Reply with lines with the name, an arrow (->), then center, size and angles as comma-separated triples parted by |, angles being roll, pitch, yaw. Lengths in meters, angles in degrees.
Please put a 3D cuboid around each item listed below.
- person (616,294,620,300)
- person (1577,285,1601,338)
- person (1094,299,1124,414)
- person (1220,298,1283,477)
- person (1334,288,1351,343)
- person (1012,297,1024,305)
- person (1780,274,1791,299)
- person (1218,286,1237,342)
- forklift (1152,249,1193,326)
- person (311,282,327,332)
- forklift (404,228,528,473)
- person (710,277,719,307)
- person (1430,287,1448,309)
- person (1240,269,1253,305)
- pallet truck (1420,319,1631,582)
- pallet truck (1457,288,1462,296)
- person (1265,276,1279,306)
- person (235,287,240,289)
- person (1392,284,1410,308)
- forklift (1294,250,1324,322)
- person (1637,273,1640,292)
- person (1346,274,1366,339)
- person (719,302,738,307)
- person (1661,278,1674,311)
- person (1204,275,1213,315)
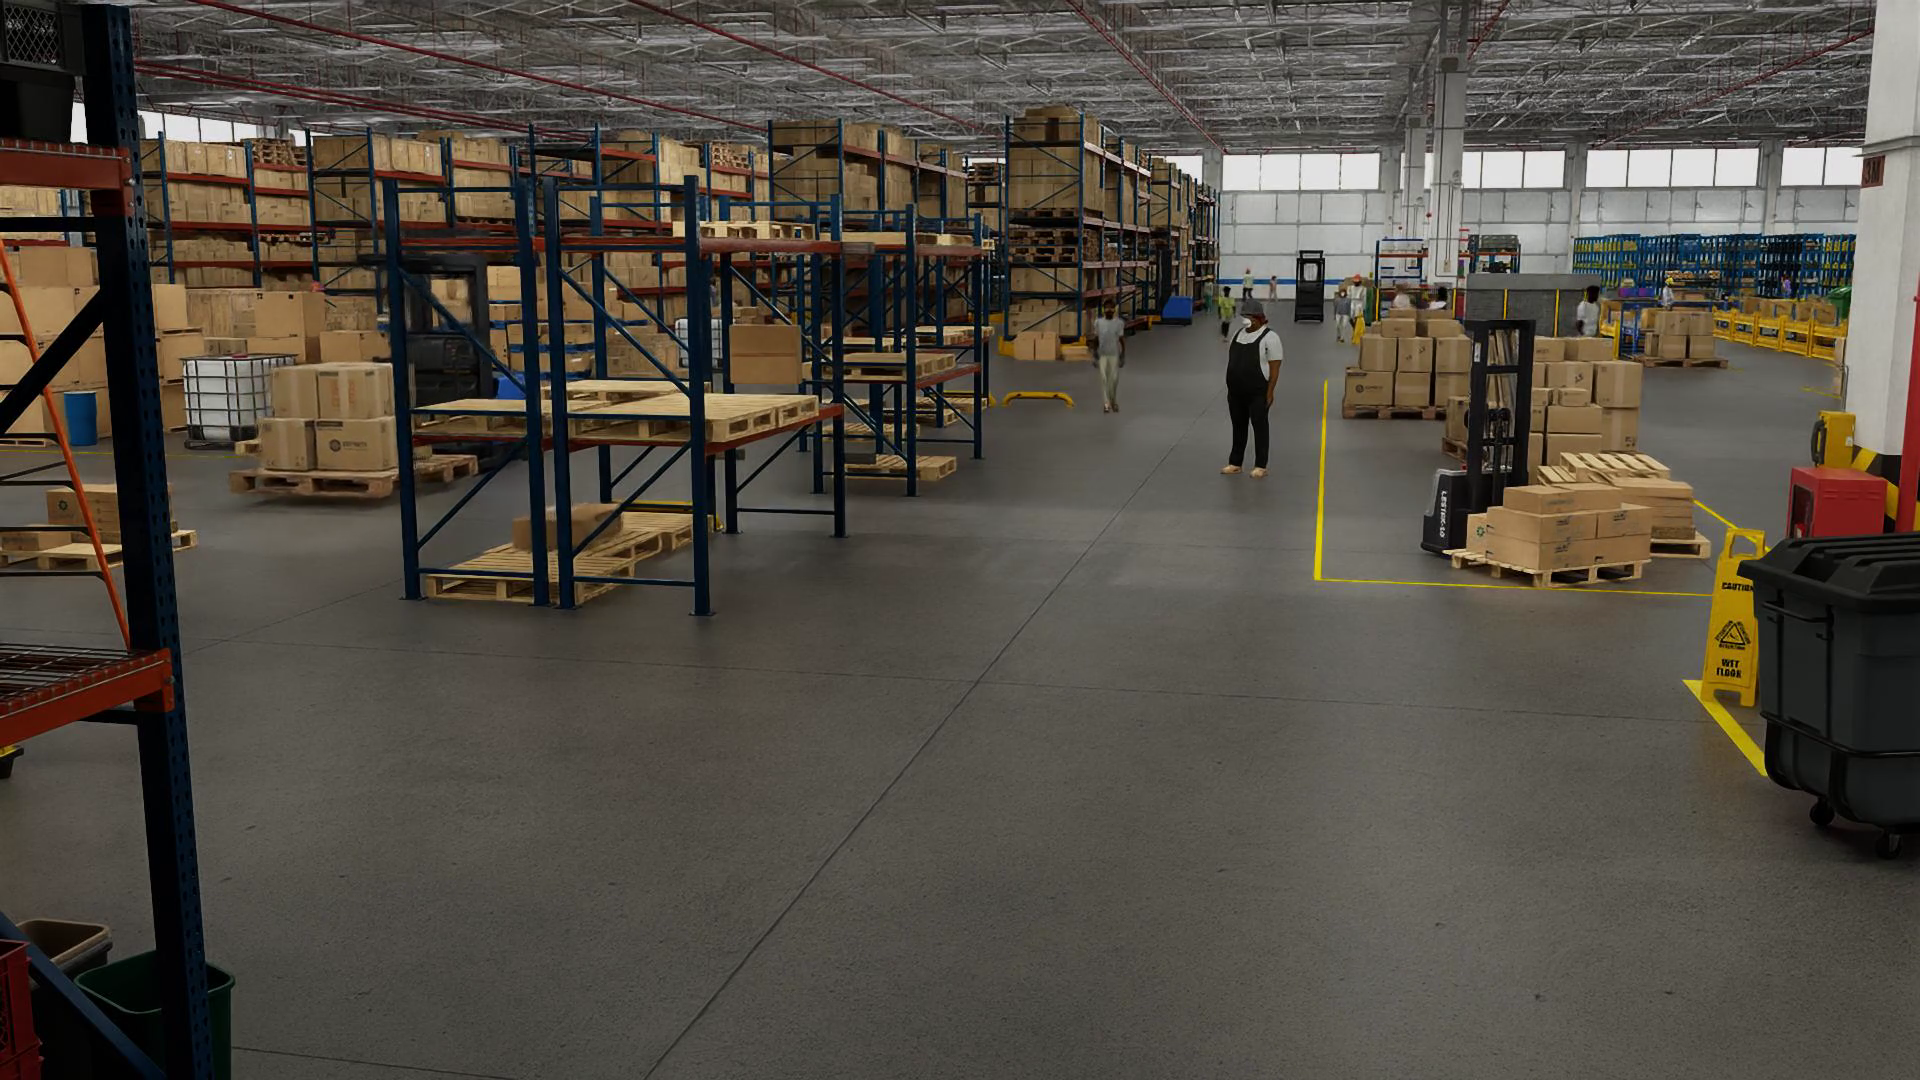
person -> -8.446, -5.241, 40.941 | 0.525, 1.631, 0.313 | 0, 10, 0
person -> 12.772, -4.194, 33.761 | 0.642, 1.954, 0.405 | -7, 12, -37
person -> 2.393, -2.941, 26.681 | 0.498, 1.843, 0.601 | 1, 10, 6
person -> 3.287, -1.734, 18.958 | 0.537, 2.000, 0.678 | -9, 13, -44
person -> 11.359, -6.666, 49.393 | 0.499, 1.622, 0.356 | 3, 10, 18
person -> 2.047, -8.363, 59.026 | 0.522, 1.768, 0.311 | 9, 13, 43
person -> 35.801, -10.614, 72.110 | 0.563, 1.847, 0.388 | -8, 12, -39
person -> 7.980, -6.723, 49.576 | 0.541, 1.667, 0.663 | -3, 10, -17
forklift -> 7.646, -9.320, 61.395 | 1.873, 2.768, 1.129 | 2, 10, 11
person -> -14.451, -4.784, 37.241 | 0.870, 1.973, 0.634 | 0, 10, 3
forklift -> -5.933, -2.242, 19.481 | 1.129, 2.768, 1.873 | 2, 10, 12
person -> -7.534, -7.058, 50.787 | 0.367, 1.939, 0.634 | -7, 12, -34
person -> 10.517, -4.657, 36.747 | 0.938, 1.883, 0.592 | -4, 10, -20
person -> 15.427, -13.594, 89.422 | 0.660, 1.950, 0.957 | -4, 10, -20
pallet truck -> 4.543, -0.757, 13.299 | 0.823, 1.965, 1.885 | -4, 10, -22
pallet truck -> 20.506, -9.785, 68.819 | 0.653, 1.274, 1.630 | 2, 10, 12
person -> 16.682, -13.333, 88.911 | 0.512, 1.607, 0.760 | -7, 12, -36
person -> -16.749, -4.935, 38.565 | 0.642, 1.831, 0.439 | 6, 11, 33
person -> 11.016, -5.499, 41.818 | 0.645, 1.853, 1.009 | -8, 13, -40
forklift -> 13.778, -10.002, 65.433 | 1.129, 2.768, 1.873 | 2, 10, 12
person -> 36.650, -13.544, 89.803 | 0.809, 1.716, 0.597 | 2, 10, 14
person -> 12.330, -7.273, 51.791 | 0.635, 2.032, 0.581 | 5, 11, 25
person -> -5.905, -5.502, 42.466 | 0.511, 1.637, 0.307 | -5, 11, -29
person -> 24.691, -8.223, 58.053 | 0.403, 1.817, 0.603 | 6, 11, 32
person -> 11.096, -10.964, 74.429 | 0.316, 1.766, 0.533 | -7, 12, -37
